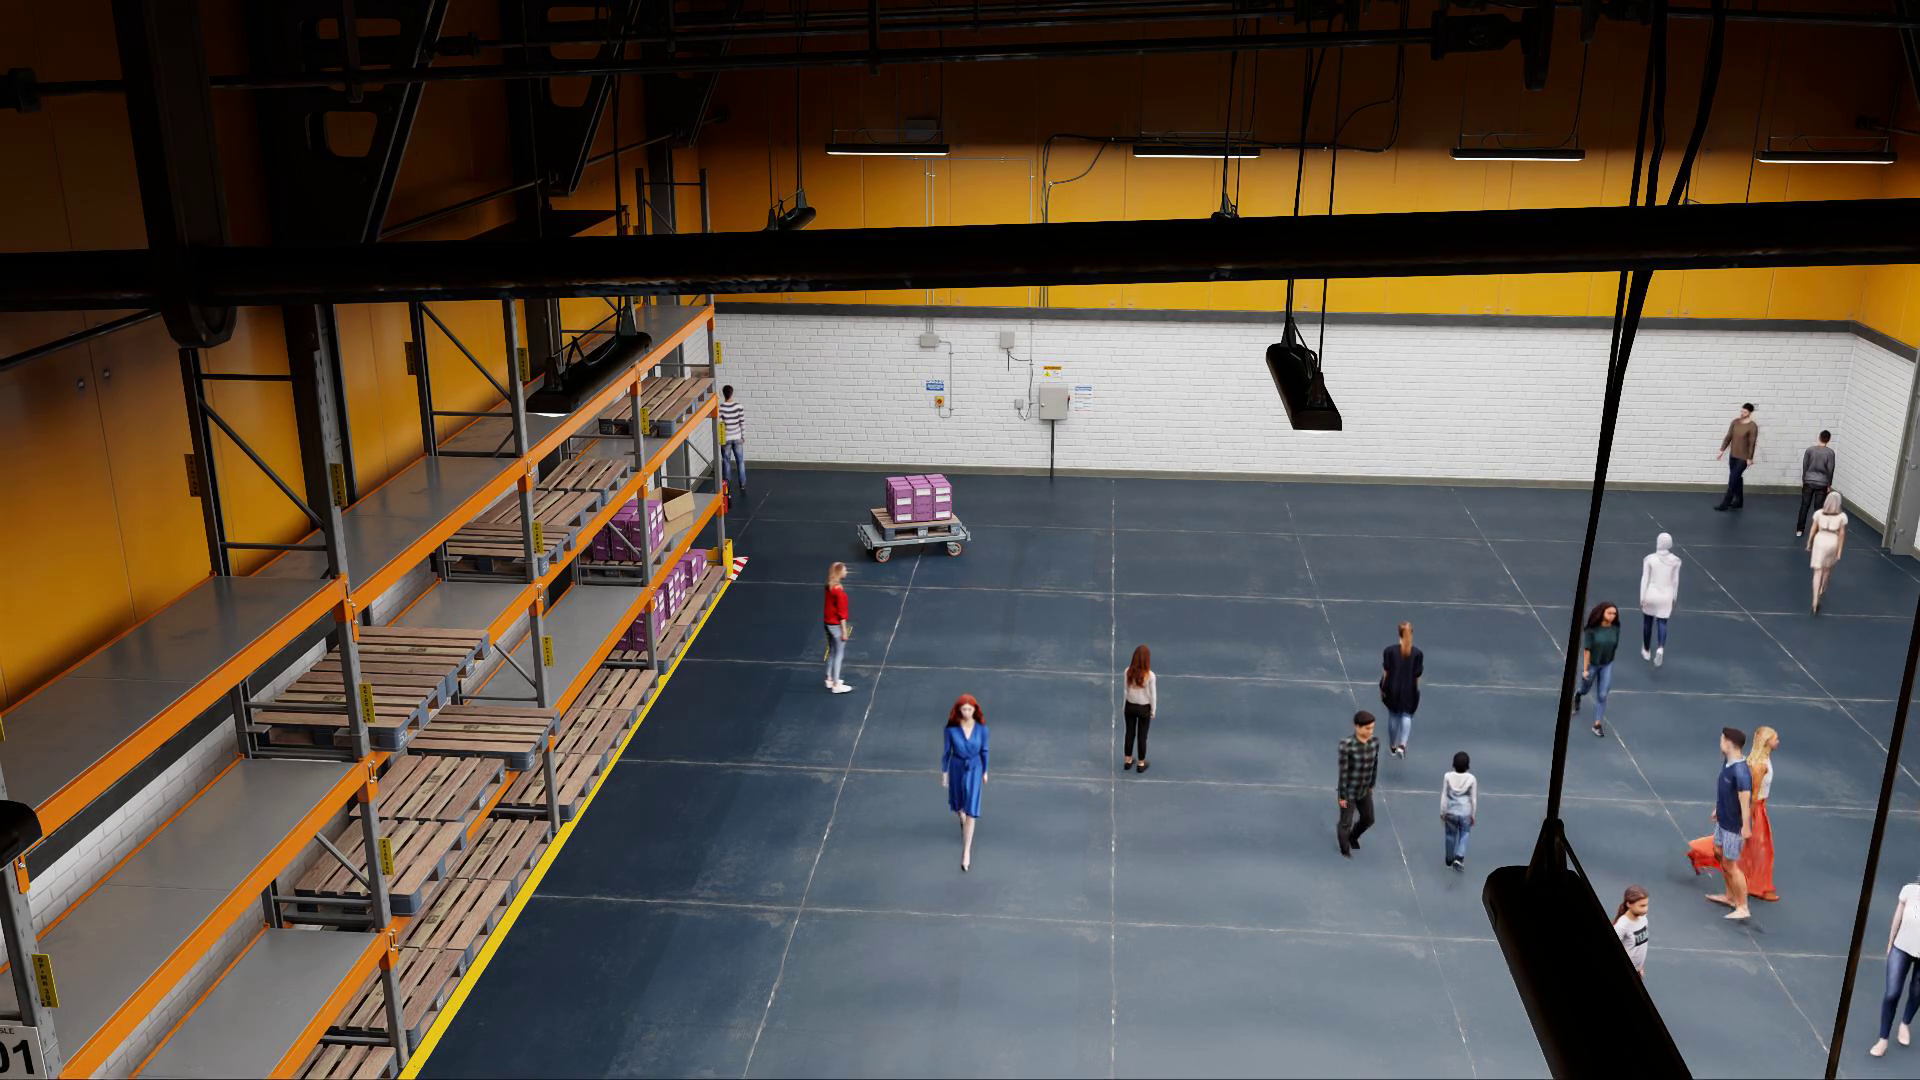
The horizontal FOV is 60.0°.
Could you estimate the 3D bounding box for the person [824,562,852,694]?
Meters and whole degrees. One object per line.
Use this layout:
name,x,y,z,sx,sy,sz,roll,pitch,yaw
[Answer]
person,-1.562,1.078,20.739,0.761,1.699,0.645,-9,21,-25

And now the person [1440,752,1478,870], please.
person,4.958,2.715,16.569,0.535,1.257,0.556,6,20,18

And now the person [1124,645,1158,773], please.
person,1.999,1.888,18.672,0.586,1.483,0.573,9,20,24

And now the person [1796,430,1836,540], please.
person,13.648,-0.900,26.517,0.703,1.760,0.726,15,24,37

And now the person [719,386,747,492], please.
person,-3.987,-1.779,28.991,0.717,1.847,0.669,-6,19,-16

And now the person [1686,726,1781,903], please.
person,7.544,2.613,16.058,1.030,1.777,1.146,11,22,30

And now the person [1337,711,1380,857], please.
person,3.988,2.479,16.897,0.781,1.699,0.773,-6,20,-18

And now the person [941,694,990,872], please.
person,0.054,2.367,16.765,0.662,1.792,1.101,1,19,2

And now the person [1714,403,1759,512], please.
person,13.118,-1.393,27.827,0.941,1.858,0.978,-6,19,-16

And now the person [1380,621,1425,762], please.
person,4.979,1.742,18.816,0.706,1.668,0.940,5,19,14

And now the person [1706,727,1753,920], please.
person,7.387,2.696,15.762,0.890,1.808,0.618,0,19,-1

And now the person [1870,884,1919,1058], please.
person,7.941,3.410,13.790,0.889,1.714,1.019,12,22,31

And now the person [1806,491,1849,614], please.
person,12.138,0.206,23.360,0.995,1.678,1.245,12,22,31

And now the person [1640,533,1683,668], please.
person,9.021,0.796,21.483,0.769,1.758,1.036,7,20,19

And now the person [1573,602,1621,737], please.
person,7.533,1.471,19.732,0.612,1.597,0.995,0,19,1

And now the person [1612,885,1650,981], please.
person,5.460,3.524,13.689,0.620,1.562,0.668,-12,22,-31
